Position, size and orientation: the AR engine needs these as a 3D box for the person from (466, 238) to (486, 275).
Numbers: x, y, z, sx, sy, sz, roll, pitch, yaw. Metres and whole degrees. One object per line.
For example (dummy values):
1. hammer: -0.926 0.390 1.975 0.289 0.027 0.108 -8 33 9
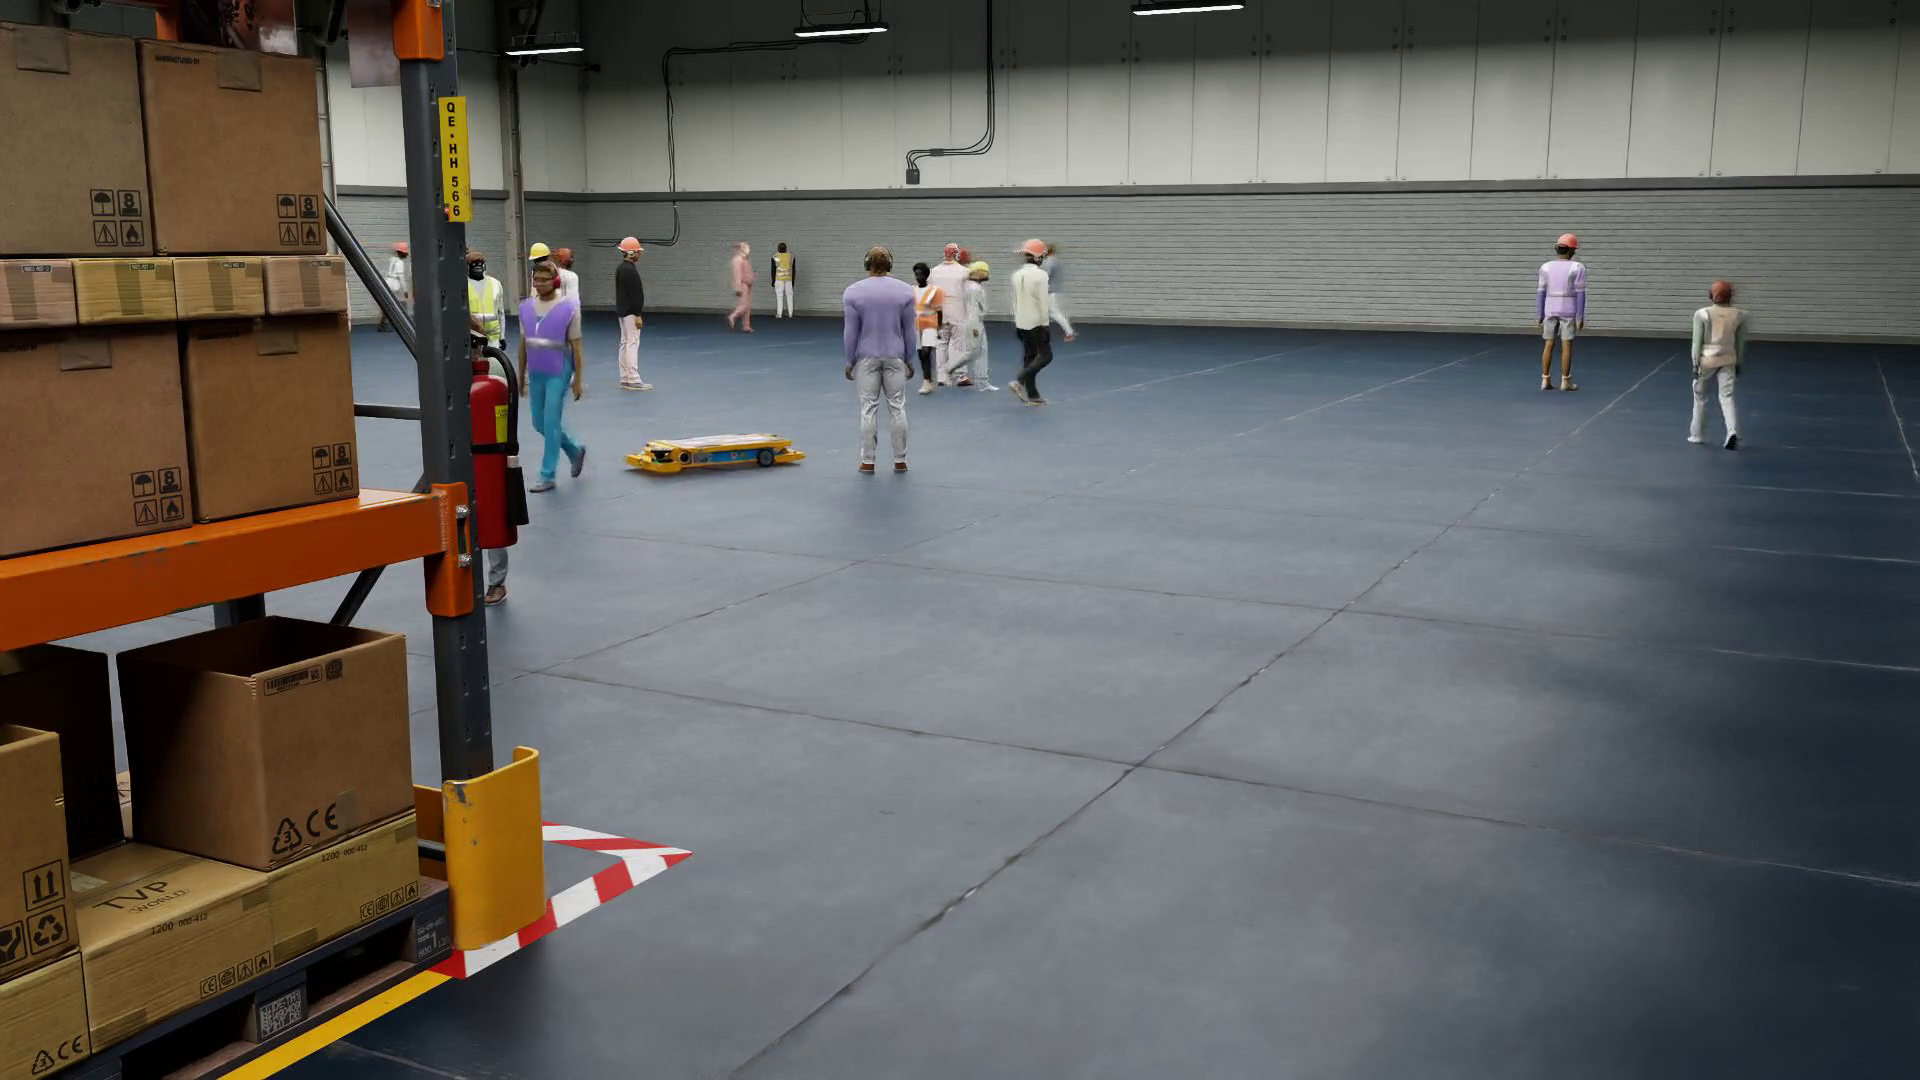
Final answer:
1. person: -7.672 -3.686 25.643 0.688 2.000 0.536 -10 14 -44

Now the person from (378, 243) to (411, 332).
1. person: -11.708 -5.252 34.690 1.029 1.851 0.554 -4 11 -22

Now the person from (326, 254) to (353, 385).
1. person: -8.372 -2.906 22.141 0.531 1.768 0.311 -2 11 -13

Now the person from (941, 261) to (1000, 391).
1. person: 0.141 -2.784 21.682 0.697 1.694 0.512 1 10 6

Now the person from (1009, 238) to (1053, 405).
1. person: 0.834 -2.560 19.656 0.539 1.983 0.634 -7 12 -33

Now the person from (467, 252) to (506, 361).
1. person: -5.257 -2.207 18.159 0.631 1.852 0.429 -7 12 -34

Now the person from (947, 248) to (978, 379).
1. person: 0.081 -3.187 23.479 0.587 1.850 0.941 -7 12 -32

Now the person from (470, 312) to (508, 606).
1. person: -2.691 -0.454 9.128 0.498 1.633 0.285 4 11 19

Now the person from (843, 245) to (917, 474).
1. person: -0.678 -1.521 14.115 0.627 1.941 0.370 -2 11 -10

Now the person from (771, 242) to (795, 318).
1. person: -4.360 -6.400 40.985 0.619 1.845 0.430 -4 11 -22

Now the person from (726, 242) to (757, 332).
1. person: -4.532 -5.246 34.572 0.514 1.892 0.646 1 10 7

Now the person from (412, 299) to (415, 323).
1. person: -10.222 -4.735 32.029 0.538 1.791 0.966 9 14 40

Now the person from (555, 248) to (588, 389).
1. person: -5.211 -2.872 21.699 0.589 1.863 0.742 8 13 39

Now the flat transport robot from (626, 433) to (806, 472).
1. flat transport robot: -2.140 -0.779 14.619 1.431 0.197 0.652 -7 13 -34

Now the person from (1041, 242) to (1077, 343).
1. person: 1.721 -4.620 31.134 0.983 1.905 0.638 1 10 8

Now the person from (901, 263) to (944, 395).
1. person: -0.518 -2.671 21.112 0.538 1.668 0.719 6 12 30

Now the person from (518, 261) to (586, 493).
1. person: -3.259 -1.325 13.346 0.578 1.823 0.775 5 11 25

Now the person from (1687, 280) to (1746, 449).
1. person: 7.268 -1.681 15.910 0.526 1.605 0.811 0 10 2

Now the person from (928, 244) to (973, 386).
1. person: -0.101 -3.021 22.386 0.641 1.909 0.409 4 11 22

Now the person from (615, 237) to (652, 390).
1. person: -4.313 -2.964 21.829 0.378 1.996 0.610 -6 12 -30

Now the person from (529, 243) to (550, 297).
1. person: -5.587 -3.029 22.401 0.585 1.916 0.389 8 13 37

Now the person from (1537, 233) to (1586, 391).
1. person: 7.865 -2.970 21.732 0.615 2.040 0.391 9 14 40
